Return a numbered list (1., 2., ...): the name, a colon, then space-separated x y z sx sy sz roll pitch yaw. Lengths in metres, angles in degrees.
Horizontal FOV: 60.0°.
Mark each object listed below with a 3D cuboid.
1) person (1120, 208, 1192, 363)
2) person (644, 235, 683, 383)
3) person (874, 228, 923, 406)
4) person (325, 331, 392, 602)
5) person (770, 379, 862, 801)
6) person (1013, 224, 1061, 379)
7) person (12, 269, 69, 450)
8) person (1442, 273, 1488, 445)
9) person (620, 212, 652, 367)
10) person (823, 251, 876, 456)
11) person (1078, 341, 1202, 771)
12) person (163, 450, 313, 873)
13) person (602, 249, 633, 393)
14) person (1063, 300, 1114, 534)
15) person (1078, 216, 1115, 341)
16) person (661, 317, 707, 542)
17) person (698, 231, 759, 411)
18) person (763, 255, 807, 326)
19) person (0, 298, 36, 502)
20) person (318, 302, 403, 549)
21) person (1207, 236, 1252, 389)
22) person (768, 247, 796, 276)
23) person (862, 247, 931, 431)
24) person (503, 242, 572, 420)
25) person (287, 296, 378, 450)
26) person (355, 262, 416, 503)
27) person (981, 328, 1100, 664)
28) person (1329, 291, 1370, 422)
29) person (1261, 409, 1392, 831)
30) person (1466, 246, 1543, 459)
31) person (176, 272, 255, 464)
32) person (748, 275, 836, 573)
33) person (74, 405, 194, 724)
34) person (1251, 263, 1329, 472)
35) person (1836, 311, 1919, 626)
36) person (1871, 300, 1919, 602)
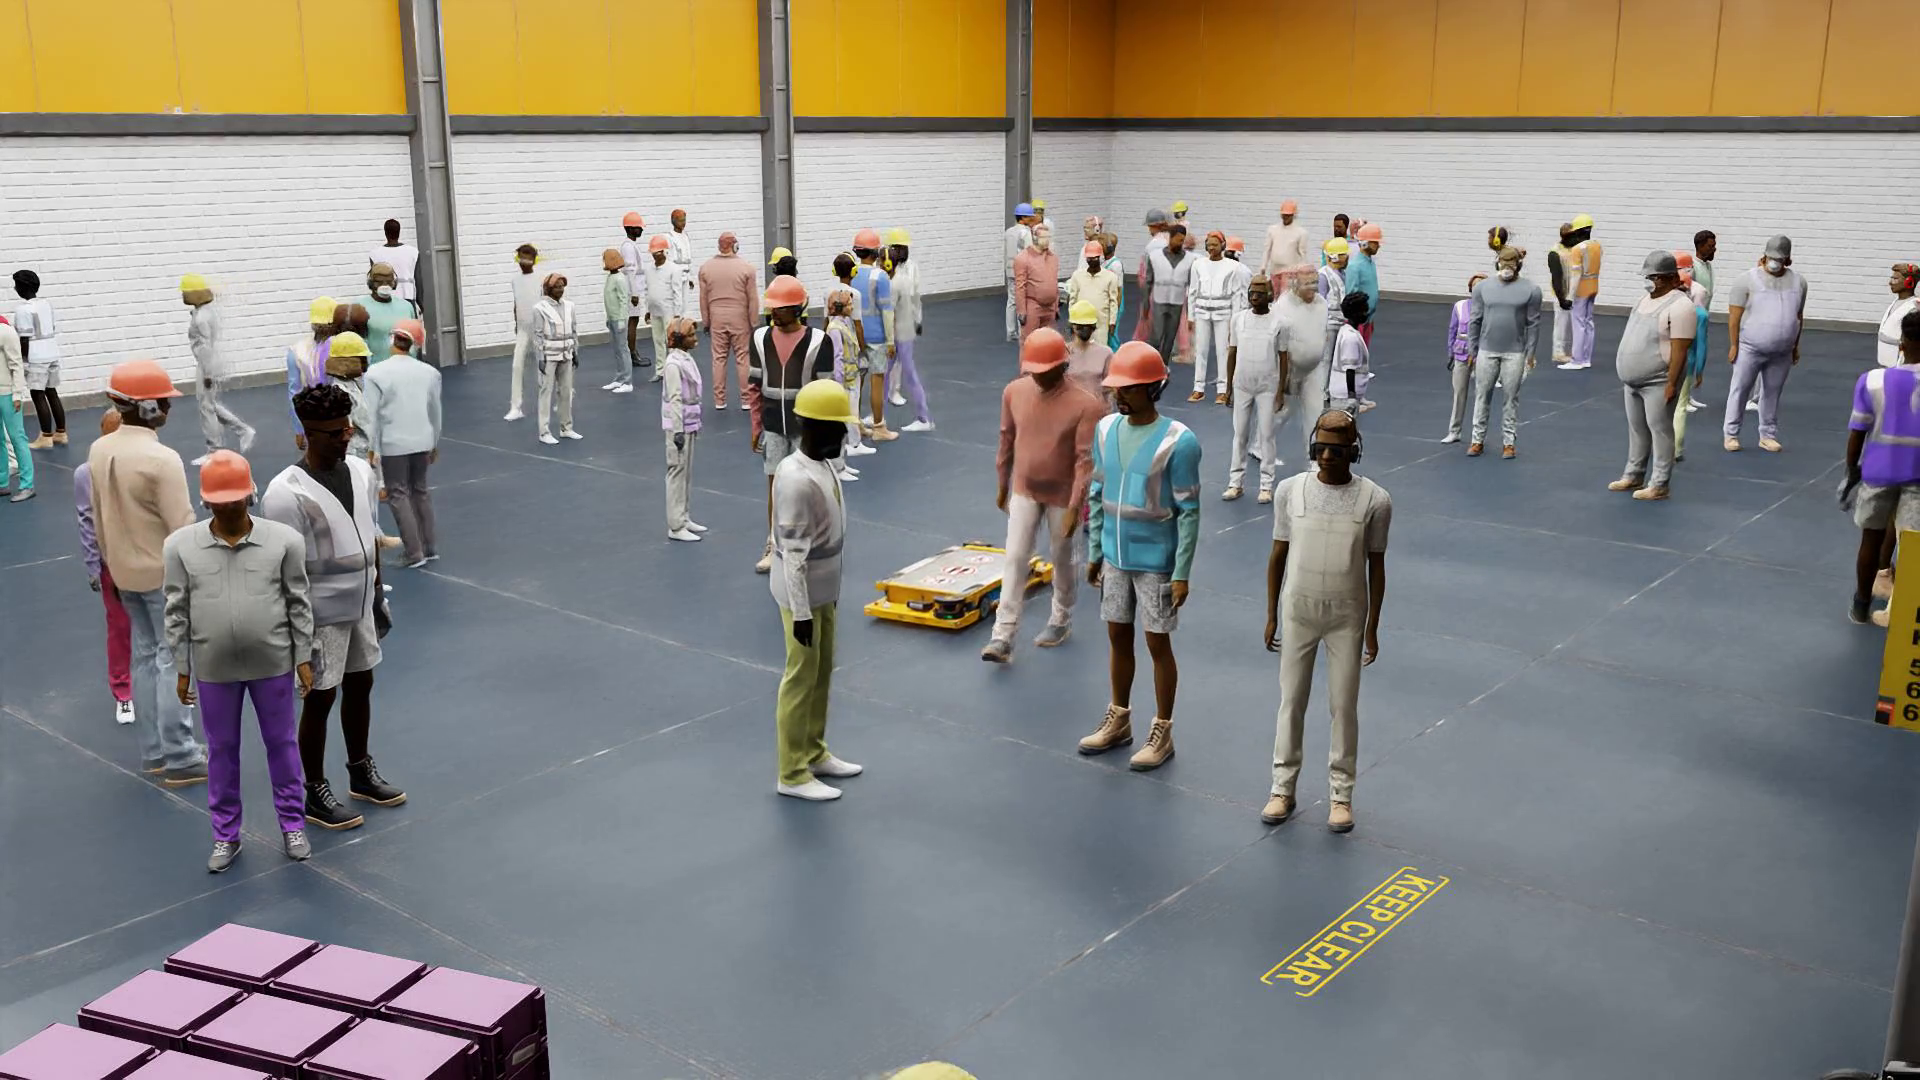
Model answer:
1. person: 2.532 -3.279 21.276 1.059 2.000 0.701 11 18 38
2. person: -3.510 -2.706 19.592 0.567 1.744 0.350 10 17 35
3. person: -0.651 -2.414 18.077 0.611 1.912 0.606 -12 18 -40
4. person: -3.838 -0.458 10.609 0.296 1.743 0.492 -3 14 -12
5. person: -0.648 0.226 7.529 0.397 1.917 0.588 2 14 10
6. person: 0.909 -2.635 18.982 0.641 1.906 0.407 -12 18 -40
7. person: -8.682 -1.700 15.686 0.319 1.688 0.540 0 14 -1
8. person: 4.884 -1.714 15.826 0.514 1.645 0.307 11 18 37
9. person: -4.103 -3.167 21.036 0.357 1.936 0.551 -3 14 -10
10. person: -1.040 -1.717 15.374 0.519 1.875 0.327 13 19 41
11. person: 0.829 0.081 7.843 0.395 2.042 0.611 -13 19 -42
12. person: -2.935 0.488 6.808 0.560 1.750 0.328 -5 15 -19
13. person: -3.933 -2.507 19.014 0.281 1.634 0.498 -8 16 -28
14. person: 0.887 -0.875 12.227 0.524 1.769 0.314 -4 15 -16
15. person: 1.638 -3.037 20.581 0.406 1.906 0.654 -6 15 -23
16. person: -2.041 -0.819 12.259 0.314 1.639 0.517 1 14 2
17. person: -2.449 -2.334 17.775 0.642 1.909 0.399 2 14 9
18. person: -1.784 -2.079 17.179 0.537 1.695 0.321 9 17 32
19. person: -7.802 -1.183 13.457 0.524 1.769 0.315 4 15 17
20. person: -4.318 -0.760 11.666 0.681 1.821 0.629 -9 16 -31
21. person: 3.133 -2.639 19.290 0.321 1.756 0.561 -7 15 -24
22. person: -1.826 -2.182 17.468 0.341 1.760 0.525 0 14 1
23. person: -0.699 -1.976 16.518 0.885 1.822 0.506 -1 14 -3
24. person: -4.442 -2.198 17.388 0.505 1.835 0.845 4 15 17
25. person: -4.485 -0.838 11.951 0.591 1.829 0.404 -8 16 -28
26. person: -4.653 -1.286 13.526 0.372 1.936 0.629 9 17 32
27. person: 0.442 -0.240 9.370 0.645 1.919 1.013 6 15 21
28. person: 3.187 -1.190 13.628 0.315 1.695 0.540 2 14 9
29. person: 1.571 0.348 7.181 0.508 1.846 0.345 5 15 18
30. person: 4.961 -1.714 15.238 0.631 1.936 0.369 6 15 22
31. person: -6.731 -1.542 14.969 0.465 1.729 0.500 -4 15 -17
32. person: -1.142 -0.767 11.243 0.609 2.040 0.394 3 14 13
33. person: -4.227 0.115 8.540 0.497 1.634 0.287 -12 19 -41
34. person: 2.949 -1.512 14.607 0.651 1.865 0.882 -6 15 -21
35. person: 5.632 -0.403 9.958 0.630 1.963 0.391 8 16 30
36. person: 6.126 -0.612 10.620 0.399 2.038 0.613 8 16 30
